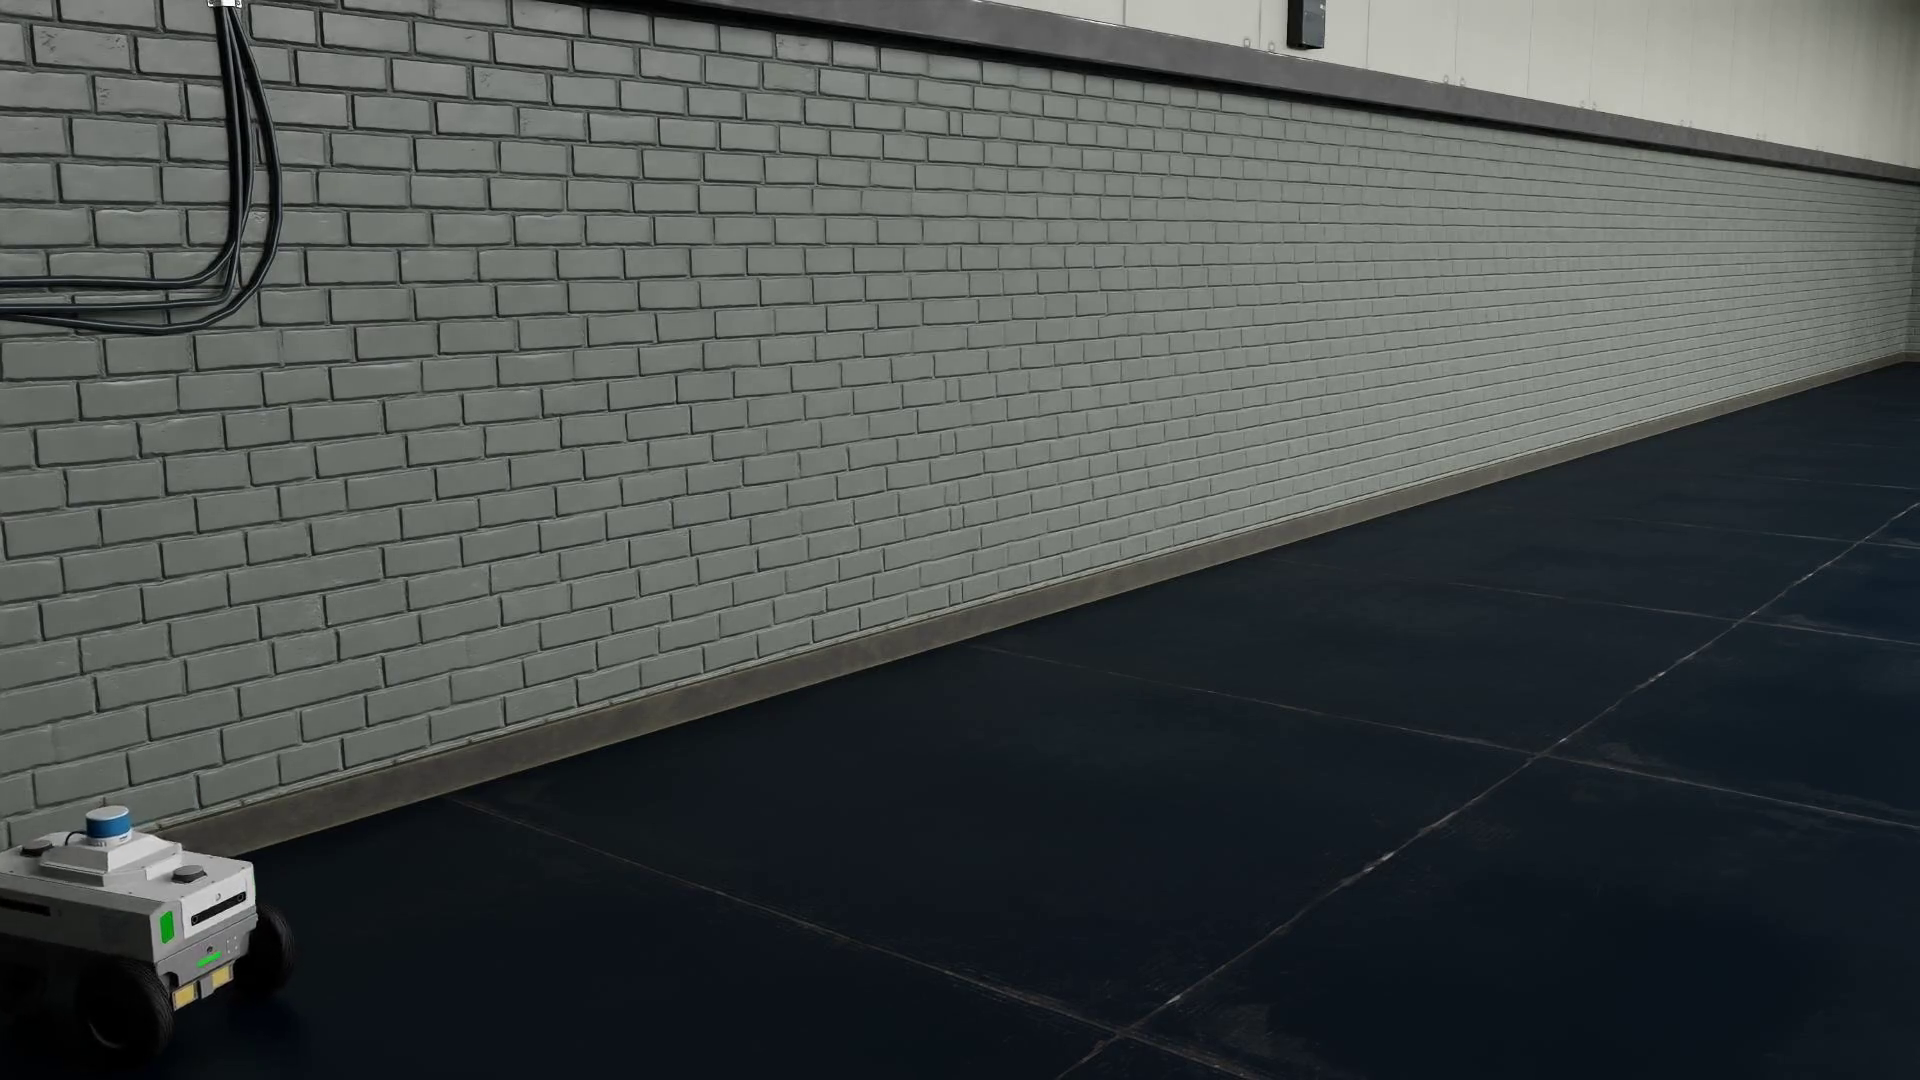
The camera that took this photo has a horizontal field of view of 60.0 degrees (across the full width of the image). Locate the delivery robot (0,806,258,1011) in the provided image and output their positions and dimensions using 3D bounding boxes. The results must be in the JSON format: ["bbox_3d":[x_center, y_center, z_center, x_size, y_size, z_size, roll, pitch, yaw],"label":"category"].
[{"bbox_3d":[-2.193,0.934,4.312,0.707,0.478,0.477,4,11,20],"label":"delivery robot"}]
